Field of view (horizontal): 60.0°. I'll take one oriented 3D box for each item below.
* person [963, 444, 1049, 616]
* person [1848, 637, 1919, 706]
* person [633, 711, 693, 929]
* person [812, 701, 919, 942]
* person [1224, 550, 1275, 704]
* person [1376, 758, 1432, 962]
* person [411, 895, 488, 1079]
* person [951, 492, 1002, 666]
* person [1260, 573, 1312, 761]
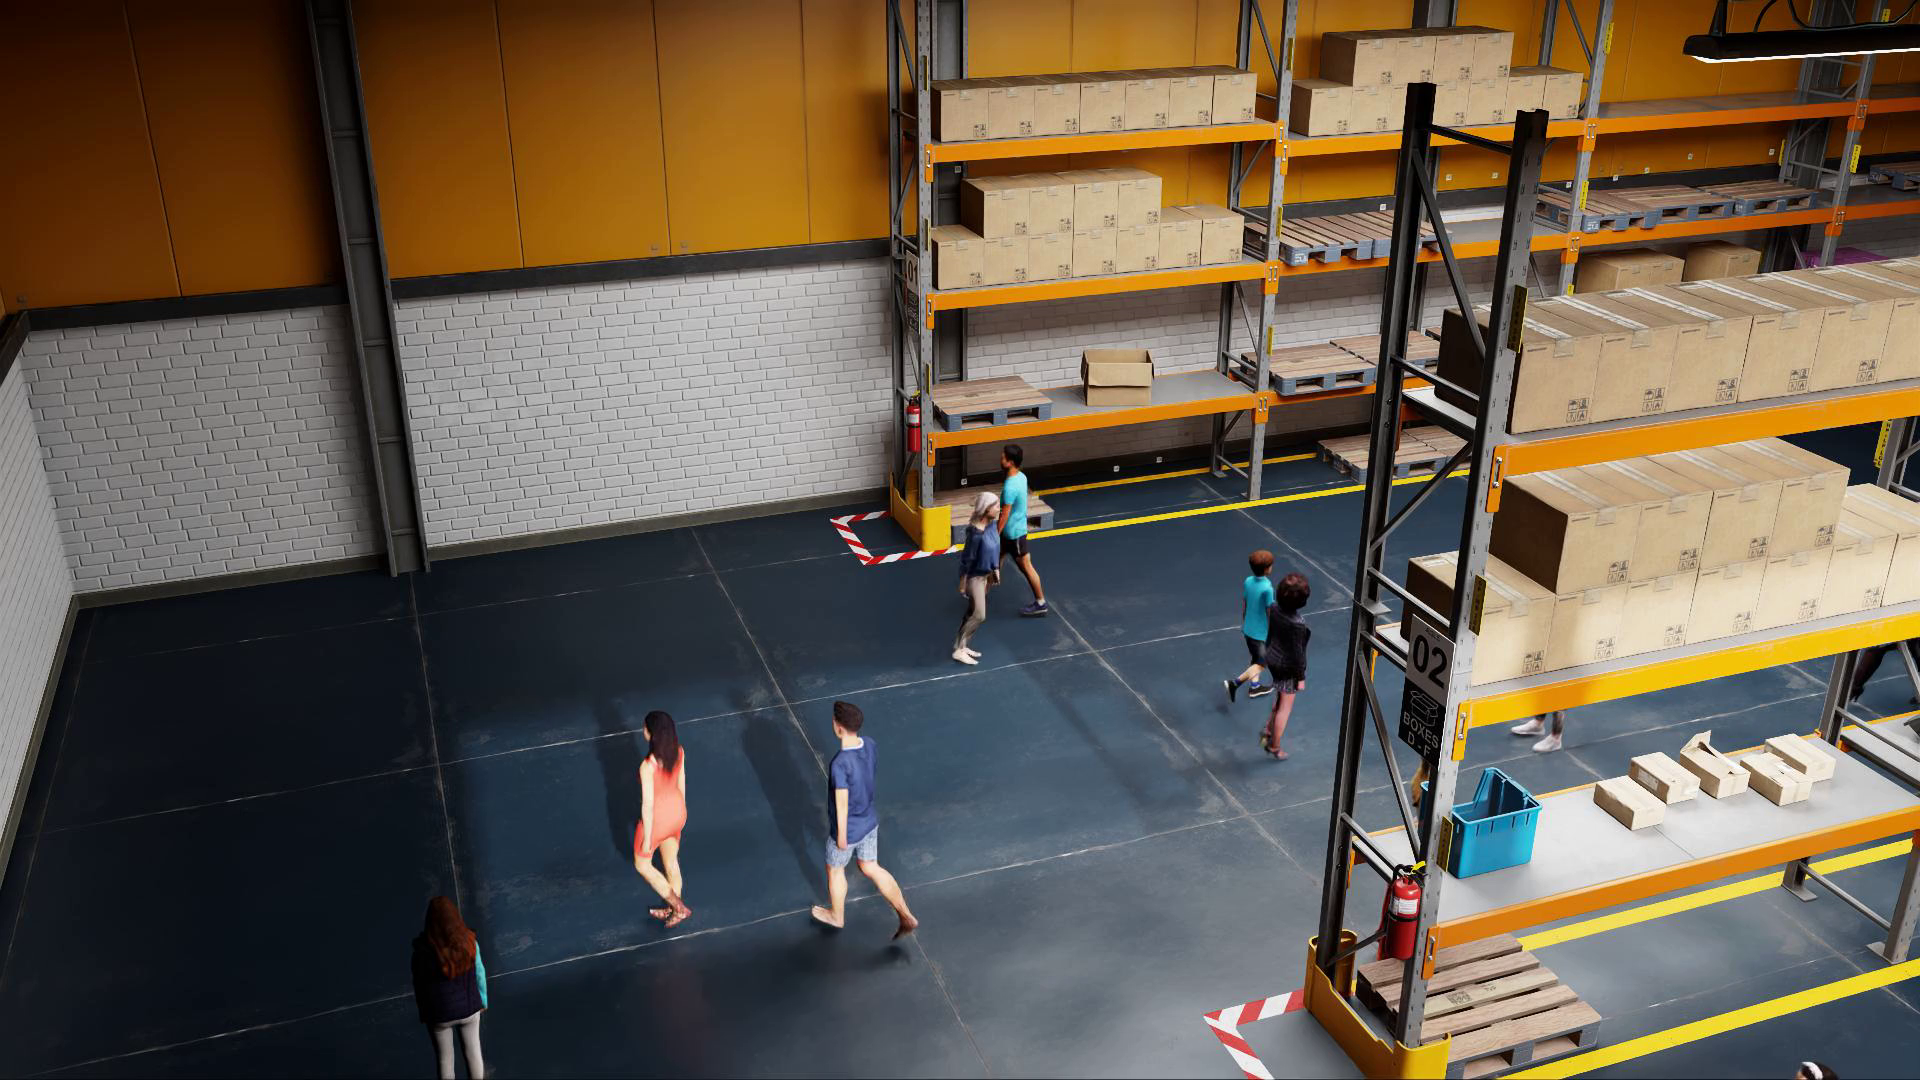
[{"bbox_3d":[0.615,-0.052,16.147,1.213,1.731,0.972,2,24,5],"label":"person"},{"bbox_3d":[8.308,0.710,14.421,1.133,1.717,0.797,-3,24,-8],"label":"person"},{"bbox_3d":[-1.999,1.981,11.523,0.829,1.709,0.761,14,27,29],"label":"person"},{"bbox_3d":[-0.651,1.969,11.409,1.095,1.823,1.128,15,28,31],"label":"person"},{"bbox_3d":[2.565,0.781,14.608,0.807,1.438,0.561,-10,26,-22],"label":"person"},{"bbox_3d":[3.072,2.098,11.143,0.747,1.800,0.719,3,24,7],"label":"person"},{"bbox_3d":[-3.037,2.793,9.932,0.501,1.496,0.622,-9,25,-19],"label":"person"},{"bbox_3d":[0.086,0.359,15.292,0.832,1.662,0.778,14,27,29],"label":"person"},{"bbox_3d":[2.588,1.066,13.644,0.569,1.688,0.646,-7,25,-16],"label":"person"}]
